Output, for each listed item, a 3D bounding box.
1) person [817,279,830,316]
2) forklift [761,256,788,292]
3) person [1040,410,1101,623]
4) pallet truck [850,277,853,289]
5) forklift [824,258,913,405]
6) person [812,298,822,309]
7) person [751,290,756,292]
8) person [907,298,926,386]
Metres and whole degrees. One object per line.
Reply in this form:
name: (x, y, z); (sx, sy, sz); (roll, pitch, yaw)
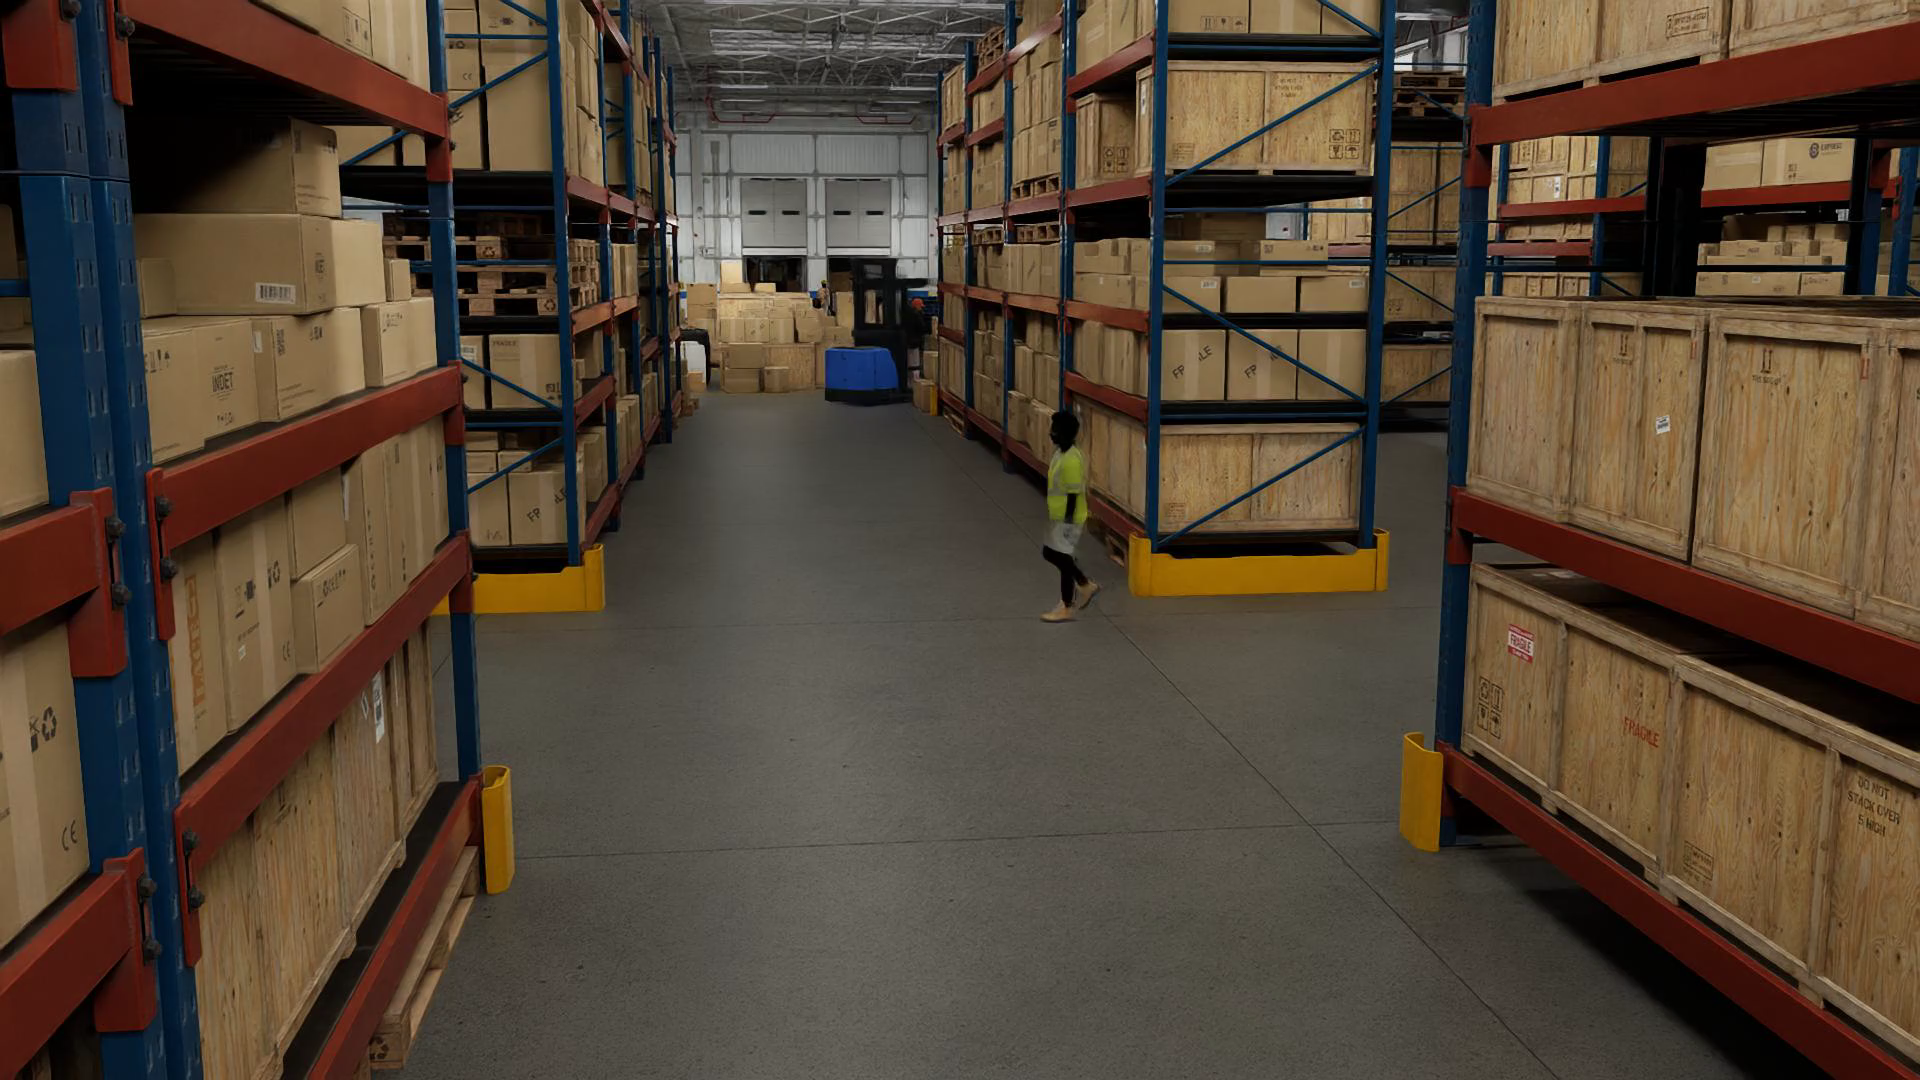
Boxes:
person: (-5.321, -9.224, 65.040); (0.588, 1.927, 0.371); (6, 11, 32)
forklift: (-6.760, -8.992, 60.913); (1.129, 2.768, 1.873); (-6, 12, -33)
person: (0.859, -0.182, 13.076); (0.427, 1.684, 0.550); (-1, 10, -8)
pallet truck: (-3.782, -9.391, 65.808); (1.885, 1.965, 0.823); (2, 10, 10)
forklift: (-1.680, -4.096, 32.413); (1.129, 2.768, 1.873); (8, 12, 37)
person: (-3.530, -5.008, 40.765); (0.430, 1.837, 0.620); (-5, 11, -27)
person: (-5.773, -5.952, 46.069); (0.885, 1.905, 0.638); (-1, 10, -8)
person: (-0.889, -3.988, 34.359); (0.378, 1.995, 0.612); (-5, 11, -28)
